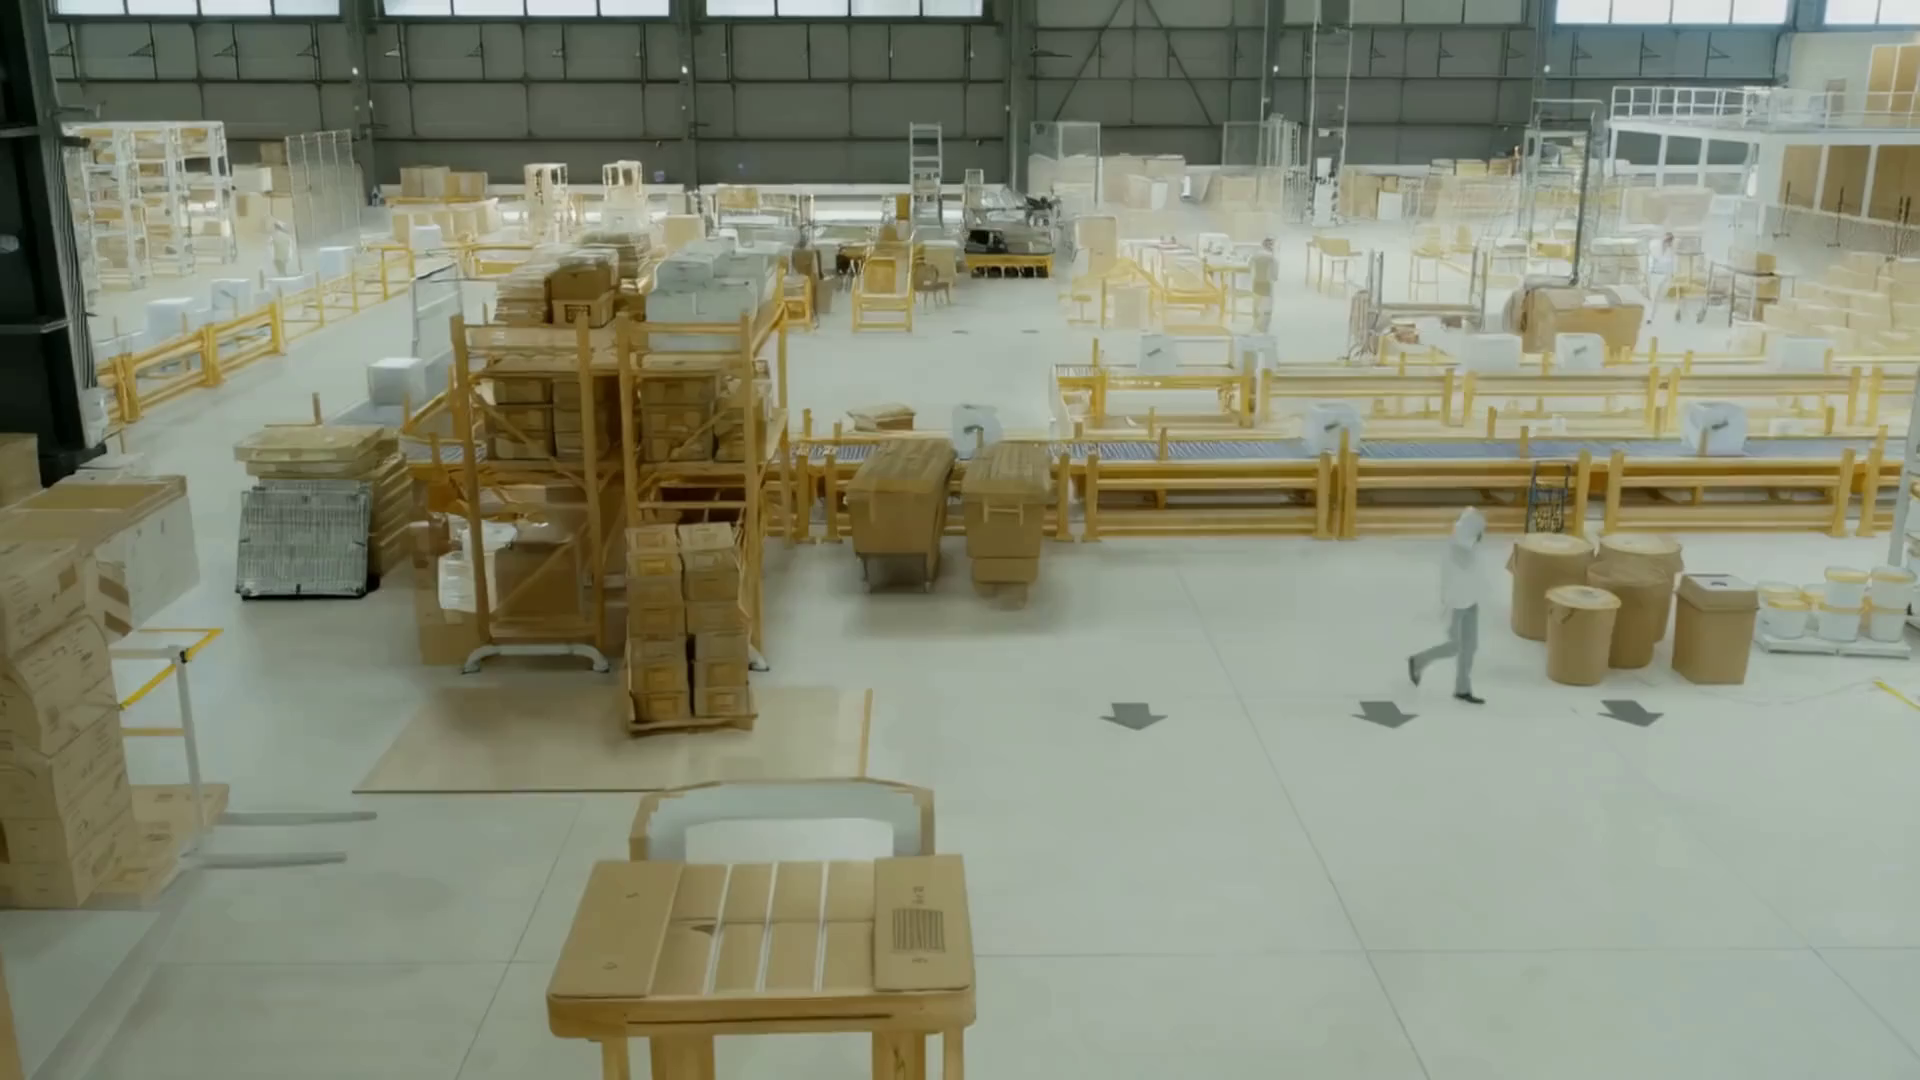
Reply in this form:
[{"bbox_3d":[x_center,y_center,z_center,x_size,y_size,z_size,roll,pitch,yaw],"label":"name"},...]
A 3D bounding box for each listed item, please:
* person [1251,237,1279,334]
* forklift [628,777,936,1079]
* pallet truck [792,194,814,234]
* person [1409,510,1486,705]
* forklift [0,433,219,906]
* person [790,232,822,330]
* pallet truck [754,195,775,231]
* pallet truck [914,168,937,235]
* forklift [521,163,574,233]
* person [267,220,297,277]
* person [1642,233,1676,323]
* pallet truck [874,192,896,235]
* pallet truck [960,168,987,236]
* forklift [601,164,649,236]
[{"bbox_3d":[5.526,-4.490,30.266,0.537,2.009,0.644,-14,21,-40],"label":"person"},{"bbox_3d":[-0.542,2.165,5.552,1.129,2.768,1.873,-1,16,-2],"label":"forklift"},{"bbox_3d":[-4.814,-9.883,50.259,0.704,1.261,1.522,-1,16,-3],"label":"pallet truck"},{"bbox_3d":[4.009,0.527,13.488,0.514,1.615,0.572,-14,21,-39],"label":"person"},{"bbox_3d":[-5.952,0.780,10.366,1.873,2.768,1.129,0,16,-1],"label":"forklift"},{"bbox_3d":[-3.010,-5.045,32.370,0.645,1.901,0.400,6,17,21],"label":"person"},{"bbox_3d":[-6.051,-9.967,50.660,0.680,1.201,1.601,0,16,-1],"label":"pallet truck"},{"bbox_3d":[-0.989,-10.316,50.507,0.823,1.965,1.885,1,16,3],"label":"pallet truck"},{"bbox_3d":[-12.233,-10.122,49.298,1.157,1.987,2.680,0,16,-1],"label":"forklift"},{"bbox_3d":[-14.747,-6.099,36.292,0.556,1.736,0.757,0,16,-1],"label":"person"},{"bbox_3d":[13.947,-5.252,33.254,0.634,1.797,0.613,0,16,1],"label":"person"},{"bbox_3d":[-2.277,-9.986,50.594,0.653,1.274,1.630,0,16,-1],"label":"pallet truck"},{"bbox_3d":[0.383,-10.230,50.206,0.823,1.965,1.885,-1,16,-3],"label":"pallet truck"},{"bbox_3d":[-9.948,-10.127,49.296,1.157,1.987,2.680,-1,16,-3],"label":"forklift"}]
